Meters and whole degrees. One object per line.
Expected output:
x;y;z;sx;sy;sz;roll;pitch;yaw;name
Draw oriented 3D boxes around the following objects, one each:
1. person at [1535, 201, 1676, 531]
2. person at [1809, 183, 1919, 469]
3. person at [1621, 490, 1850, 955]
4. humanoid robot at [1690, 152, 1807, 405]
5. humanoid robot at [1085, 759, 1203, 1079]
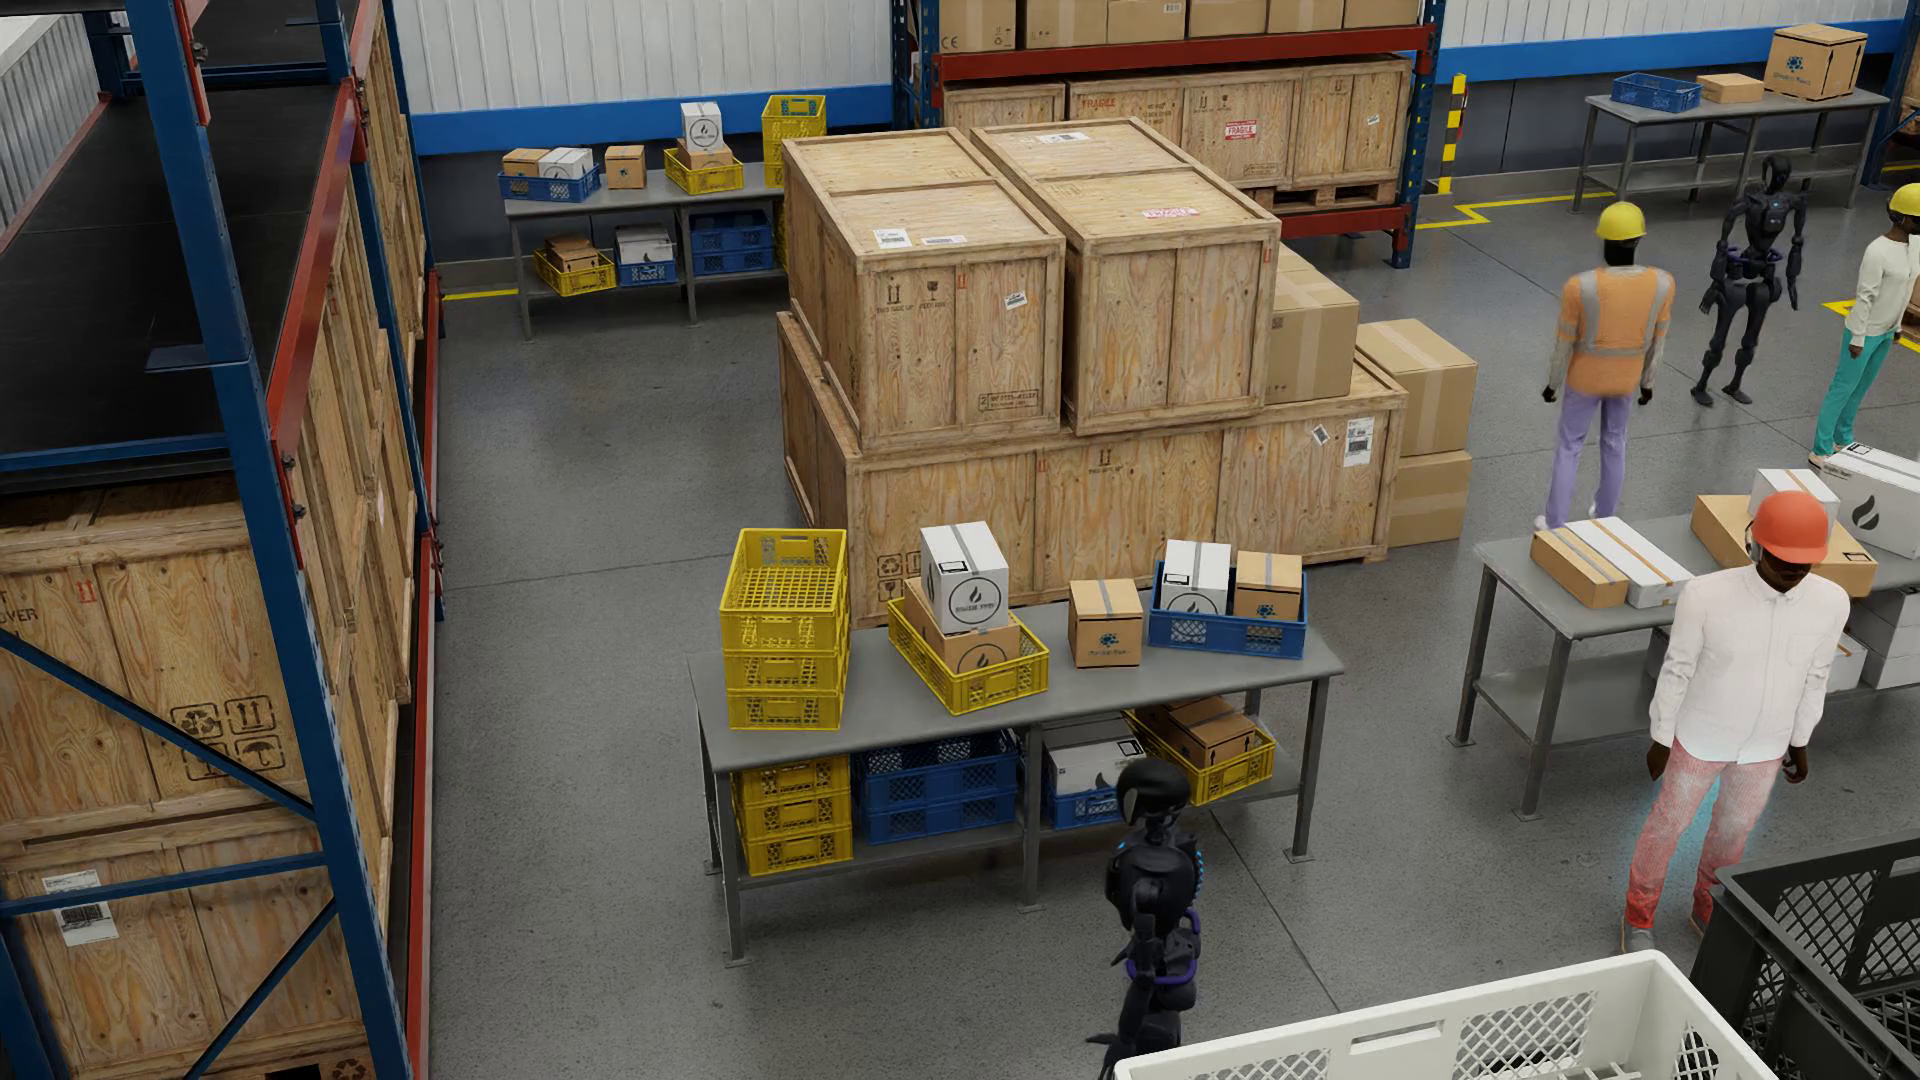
3.483;-0.896;9.034;0.591;1.927;0.376;0;29;-1;person
5.405;-1.240;9.815;0.522;1.768;0.308;-20;35;-32;person
2.803;0.712;6.037;0.610;1.994;0.380;0;29;-1;person
5.074;-1.663;10.670;0.589;1.651;0.333;-2;29;-4;humanoid robot
0.573;1.373;5.149;0.328;1.657;0.591;5;29;10;humanoid robot
